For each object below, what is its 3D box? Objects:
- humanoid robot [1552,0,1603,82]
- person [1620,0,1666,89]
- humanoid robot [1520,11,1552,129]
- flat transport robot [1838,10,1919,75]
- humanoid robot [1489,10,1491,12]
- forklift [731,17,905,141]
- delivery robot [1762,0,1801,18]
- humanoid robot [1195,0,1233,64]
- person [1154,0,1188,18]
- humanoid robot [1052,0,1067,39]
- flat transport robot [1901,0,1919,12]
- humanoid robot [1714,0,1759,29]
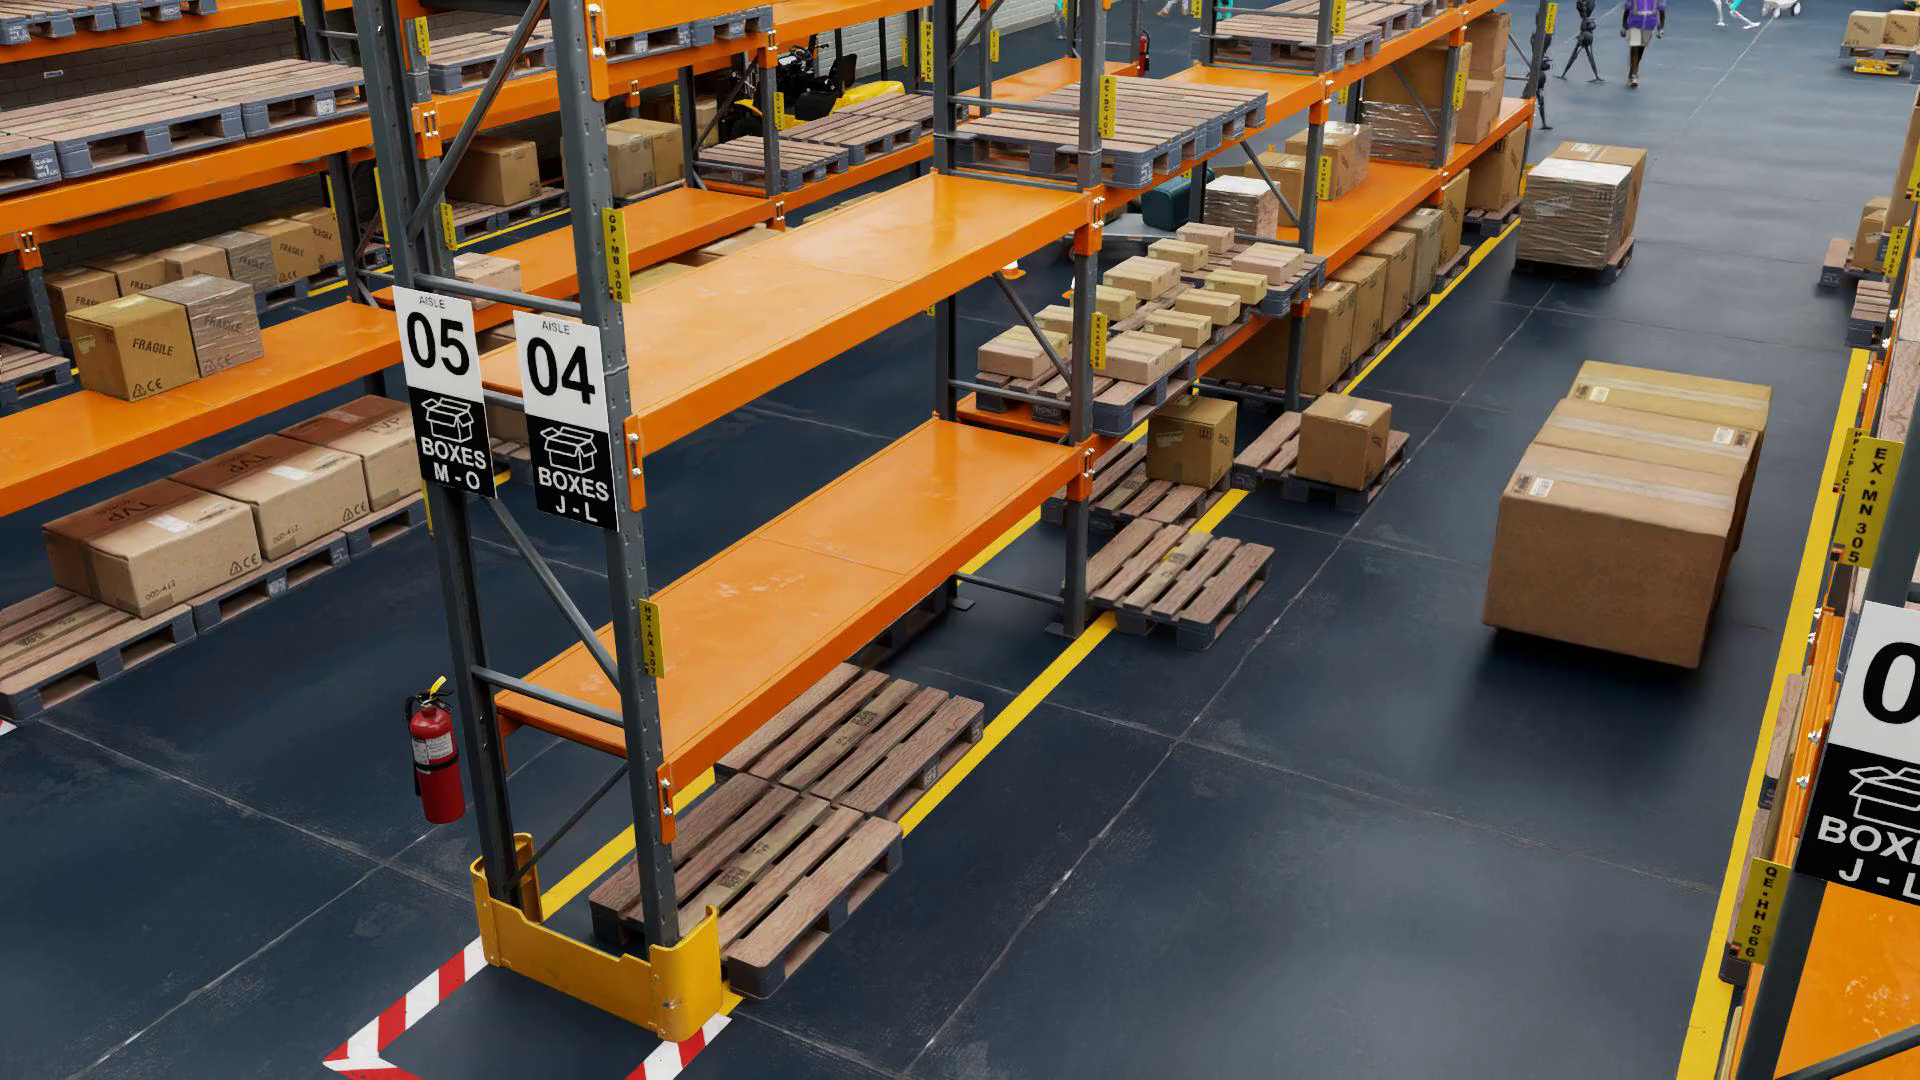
[{"bbox_3d":[10.091,-8.236,26.882,0.786,1.617,0.610,11,28,22],"label":"humanoid robot"},{"bbox_3d":[10.862,-8.166,26.432,0.638,1.891,1.005,5,26,10],"label":"person"},{"bbox_3d":[8.139,-6.668,23.609,0.737,1.631,0.593,5,26,9],"label":"humanoid robot"},{"bbox_3d":[15.542,-8.071,28.113,0.659,0.231,1.431,15,29,28],"label":"flat transport robot"},{"bbox_3d":[10.067,-10.712,31.944,0.921,1.806,0.562,-6,26,-13],"label":"humanoid robot"},{"bbox_3d":[-1.819,-5.975,21.543,2.313,2.155,1.214,14,29,26],"label":"forklift"},{"bbox_3d":[16.577,-10.854,33.566,0.797,0.595,0.499,-16,30,-29],"label":"delivery robot"},{"bbox_3d":[3.882,-7.787,25.820,0.671,1.787,0.546,6,26,12],"label":"humanoid robot"},{"bbox_3d":[4.329,-11.416,33.212,0.985,1.884,0.640,-19,32,-34],"label":"person"},{"bbox_3d":[1.899,-10.068,30.497,0.543,1.742,0.690,17,30,31],"label":"humanoid robot"},{"bbox_3d":[19.989,-11.040,34.281,0.659,0.231,1.431,8,27,16],"label":"flat transport robot"},{"bbox_3d":[14.765,-10.535,31.565,1.021,1.746,0.551,2,26,3],"label":"humanoid robot"}]
